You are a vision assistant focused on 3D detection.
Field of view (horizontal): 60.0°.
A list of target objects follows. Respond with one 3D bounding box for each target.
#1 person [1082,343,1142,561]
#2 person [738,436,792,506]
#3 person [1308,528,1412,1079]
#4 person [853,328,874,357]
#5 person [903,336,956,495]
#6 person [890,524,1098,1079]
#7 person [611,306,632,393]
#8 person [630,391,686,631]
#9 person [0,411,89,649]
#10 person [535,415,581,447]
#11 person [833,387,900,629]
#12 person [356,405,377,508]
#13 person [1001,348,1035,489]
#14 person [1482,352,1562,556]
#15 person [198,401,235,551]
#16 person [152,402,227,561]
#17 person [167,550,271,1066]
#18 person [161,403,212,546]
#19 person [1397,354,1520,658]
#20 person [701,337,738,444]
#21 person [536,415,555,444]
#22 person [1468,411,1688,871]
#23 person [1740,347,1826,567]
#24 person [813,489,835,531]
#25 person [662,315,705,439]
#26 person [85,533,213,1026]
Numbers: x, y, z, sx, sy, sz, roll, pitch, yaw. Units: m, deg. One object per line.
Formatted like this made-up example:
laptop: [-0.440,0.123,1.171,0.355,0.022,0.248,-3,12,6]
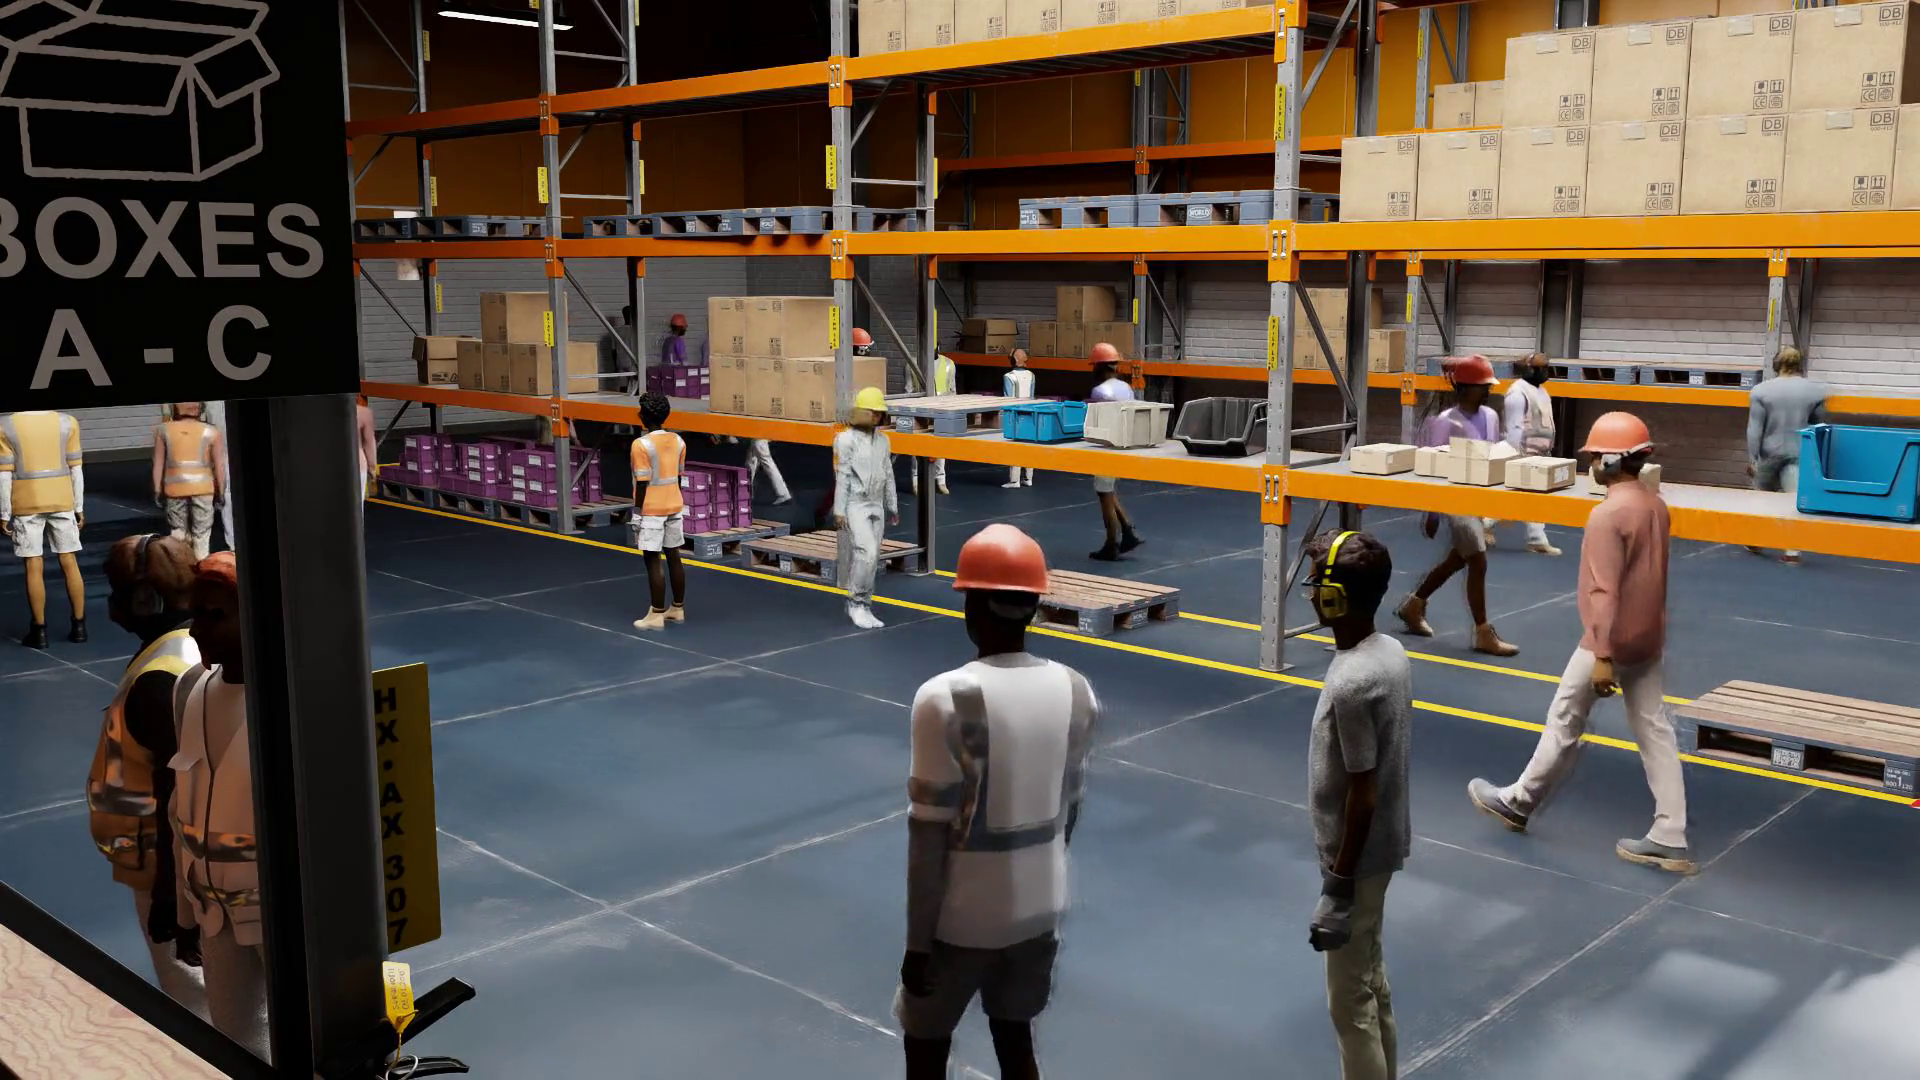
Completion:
person: [1.279,-0.762,14.560,0.426,1.918,0.555,6,11,33]
person: [-2.168,-1.171,18.045,0.844,1.599,0.528,4,10,21]
person: [1.067,0.894,4.569,0.319,1.865,0.521,4,10,24]
person: [-0.970,-1.033,16.085,0.381,1.962,0.622,-4,10,-23]
person: [-0.331,-1.423,18.852,0.634,1.839,0.429,-3,10,-17]
person: [0.058,0.918,4.250,0.569,1.921,0.442,-6,11,-33]
person: [-5.402,-2.846,27.188,0.608,1.966,0.374,4,10,24]
person: [-2.155,-0.207,11.833,0.315,1.695,0.541,5,10,27]
person: [-6.226,-0.228,11.257,0.547,1.928,0.385,-8,12,-40]
person: [-5.546,-2.109,22.702,0.618,1.964,0.907,-8,12,-40]
person: [-0.640,-0.218,11.774,0.446,1.725,0.500,8,12,40]
person: [-5.226,-0.596,14.094,0.542,1.728,0.823,-4,10,-25]
person: [0.676,-1.413,19.402,0.307,1.639,0.525,8,12,41]
person: [5.070,-0.772,14.901,0.655,1.827,0.651,8,12,40]
person: [-6.453,-0.752,14.754,0.549,1.839,0.644,-2,9,-12]
person: [-6.011,-0.360,12.983,0.548,1.618,0.432,-2,9,-11]
person: [-1.751,0.951,4.168,0.572,1.883,0.356,4,10,23]
person: [-7.090,-0.846,15.384,0.498,1.822,0.576,-5,11,-28]
person: [3.378,-0.261,11.254,0.610,2.006,0.996,-8,12,-41]
person: [-3.566,-2.368,24.598,0.921,1.861,0.664,6,11,34]
person: [-5.290,-1.773,21.662,0.619,1.611,0.516,1,9,6]
person: [2.785,0.412,7.268,0.658,1.938,1.017,-8,12,-39]
person: [7.198,-0.747,14.580,0.647,1.882,0.992,2,9,12]
person: [-1.044,-0.851,15.677,0.764,1.739,0.530,9,13,44]
person: [-4.225,-2.406,24.773,0.971,1.882,0.539,-5,10,-26]
person: [-2.195,0.889,4.674,0.429,1.840,0.636,-3,10,-17]
